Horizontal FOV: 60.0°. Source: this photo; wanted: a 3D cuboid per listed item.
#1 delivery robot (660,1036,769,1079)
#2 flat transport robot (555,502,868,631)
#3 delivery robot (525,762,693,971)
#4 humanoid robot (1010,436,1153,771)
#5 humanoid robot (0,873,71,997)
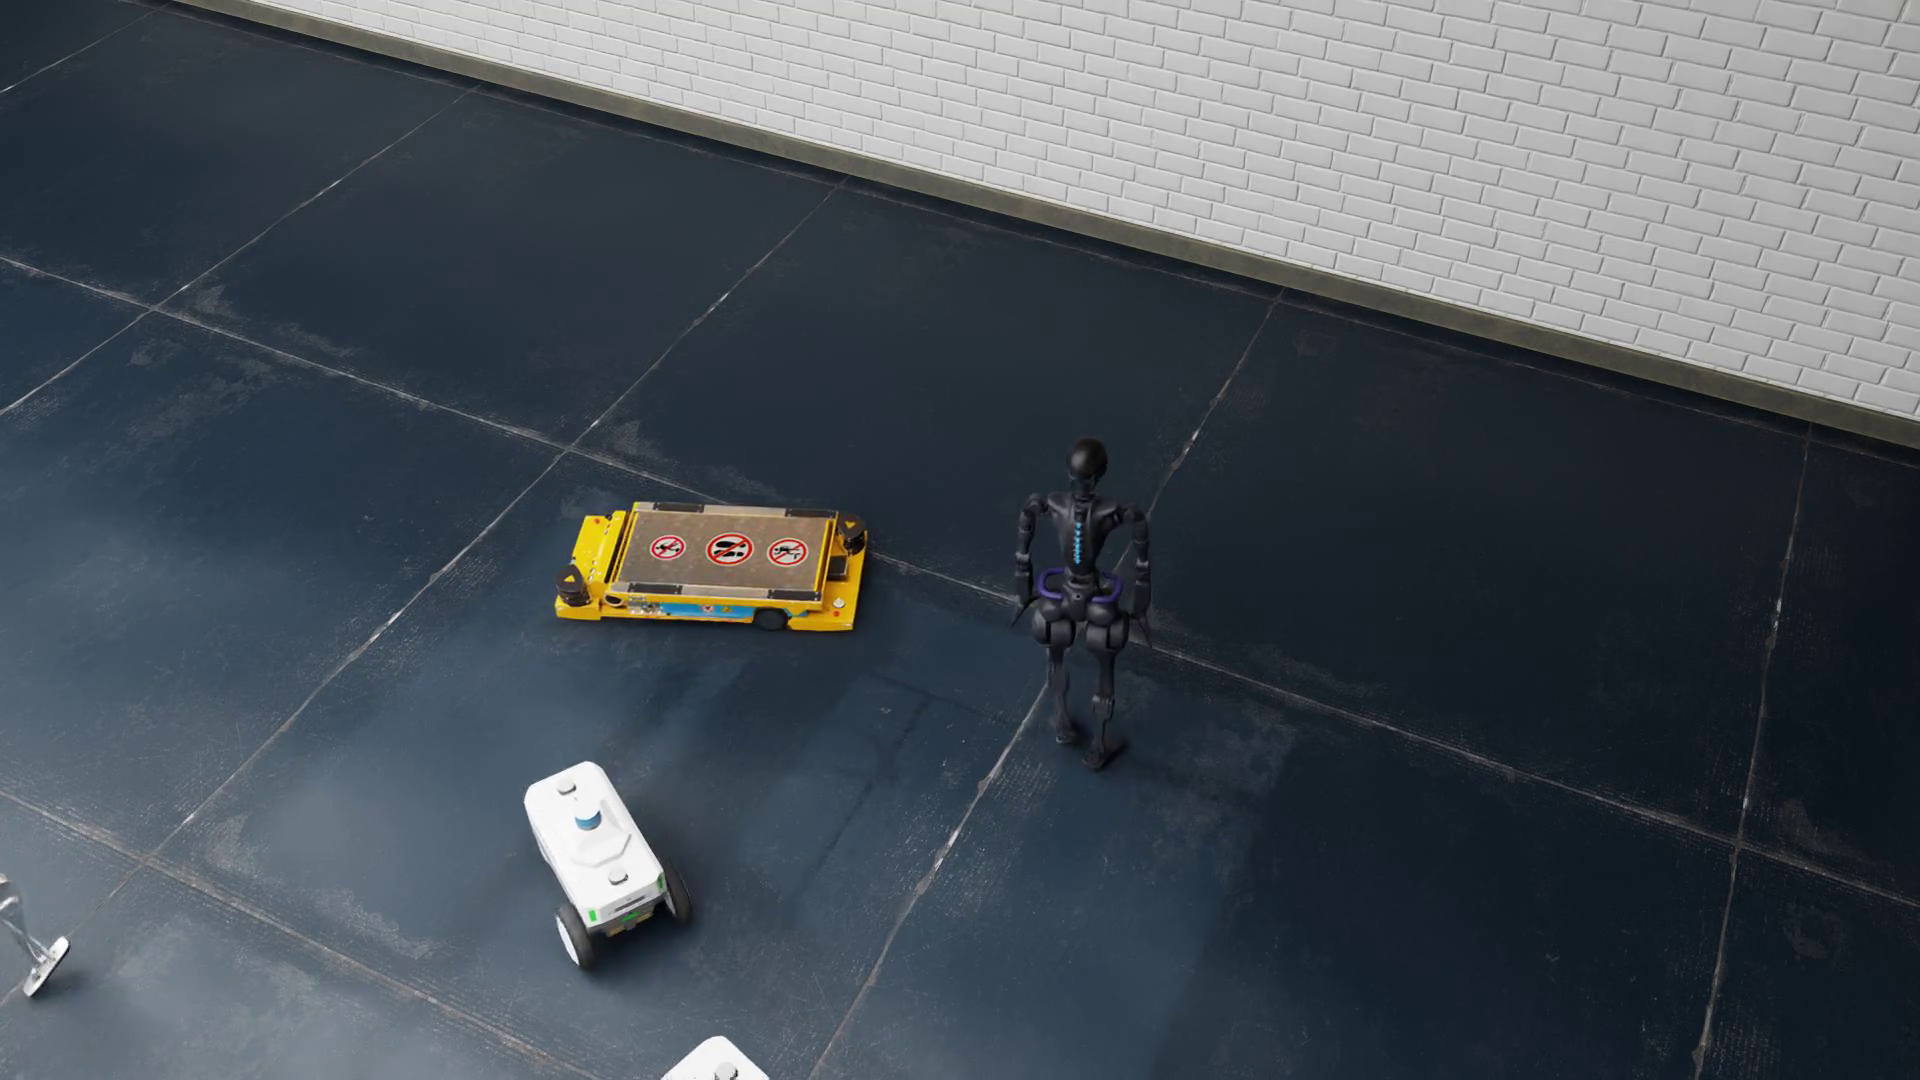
[{"bbox_3d":[-0.975,2.101,5.792,0.499,0.613,0.807,32,52,30],"label":"delivery robot"},{"bbox_3d":[-1.197,0.127,8.119,1.431,0.231,0.659,3,43,3],"label":"flat transport robot"},{"bbox_3d":[-1.442,1.284,6.664,0.499,0.601,0.775,-23,48,-23],"label":"delivery robot"},{"bbox_3d":[0.511,0.285,6.911,0.609,1.638,0.384,6,43,7],"label":"humanoid robot"},{"bbox_3d":[-3.675,1.257,5.854,0.530,1.770,1.006,31,51,29],"label":"humanoid robot"}]
